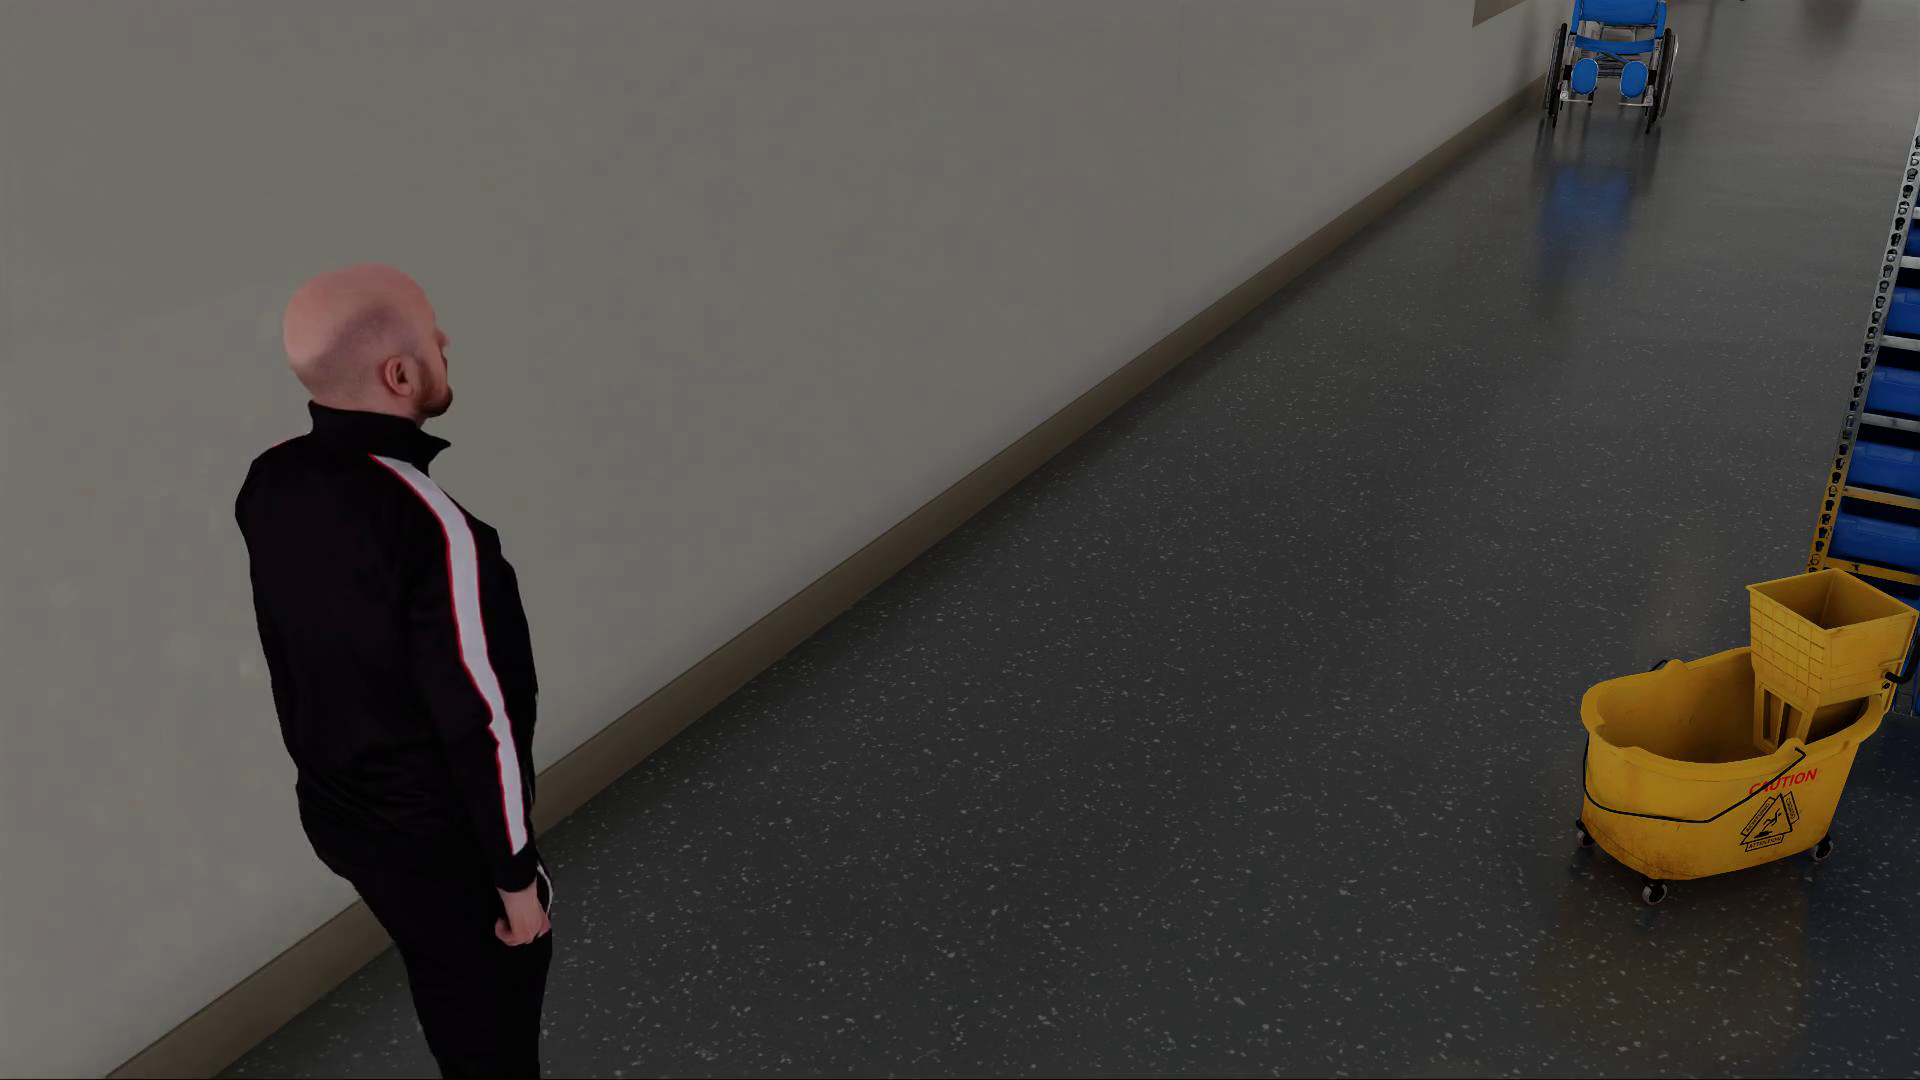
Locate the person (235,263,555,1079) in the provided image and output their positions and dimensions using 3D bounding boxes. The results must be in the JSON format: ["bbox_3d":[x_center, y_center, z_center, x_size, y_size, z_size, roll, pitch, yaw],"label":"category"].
[{"bbox_3d":[-0.877,0.548,2.531,1.065,1.731,0.833,18,31,33],"label":"person"}]
